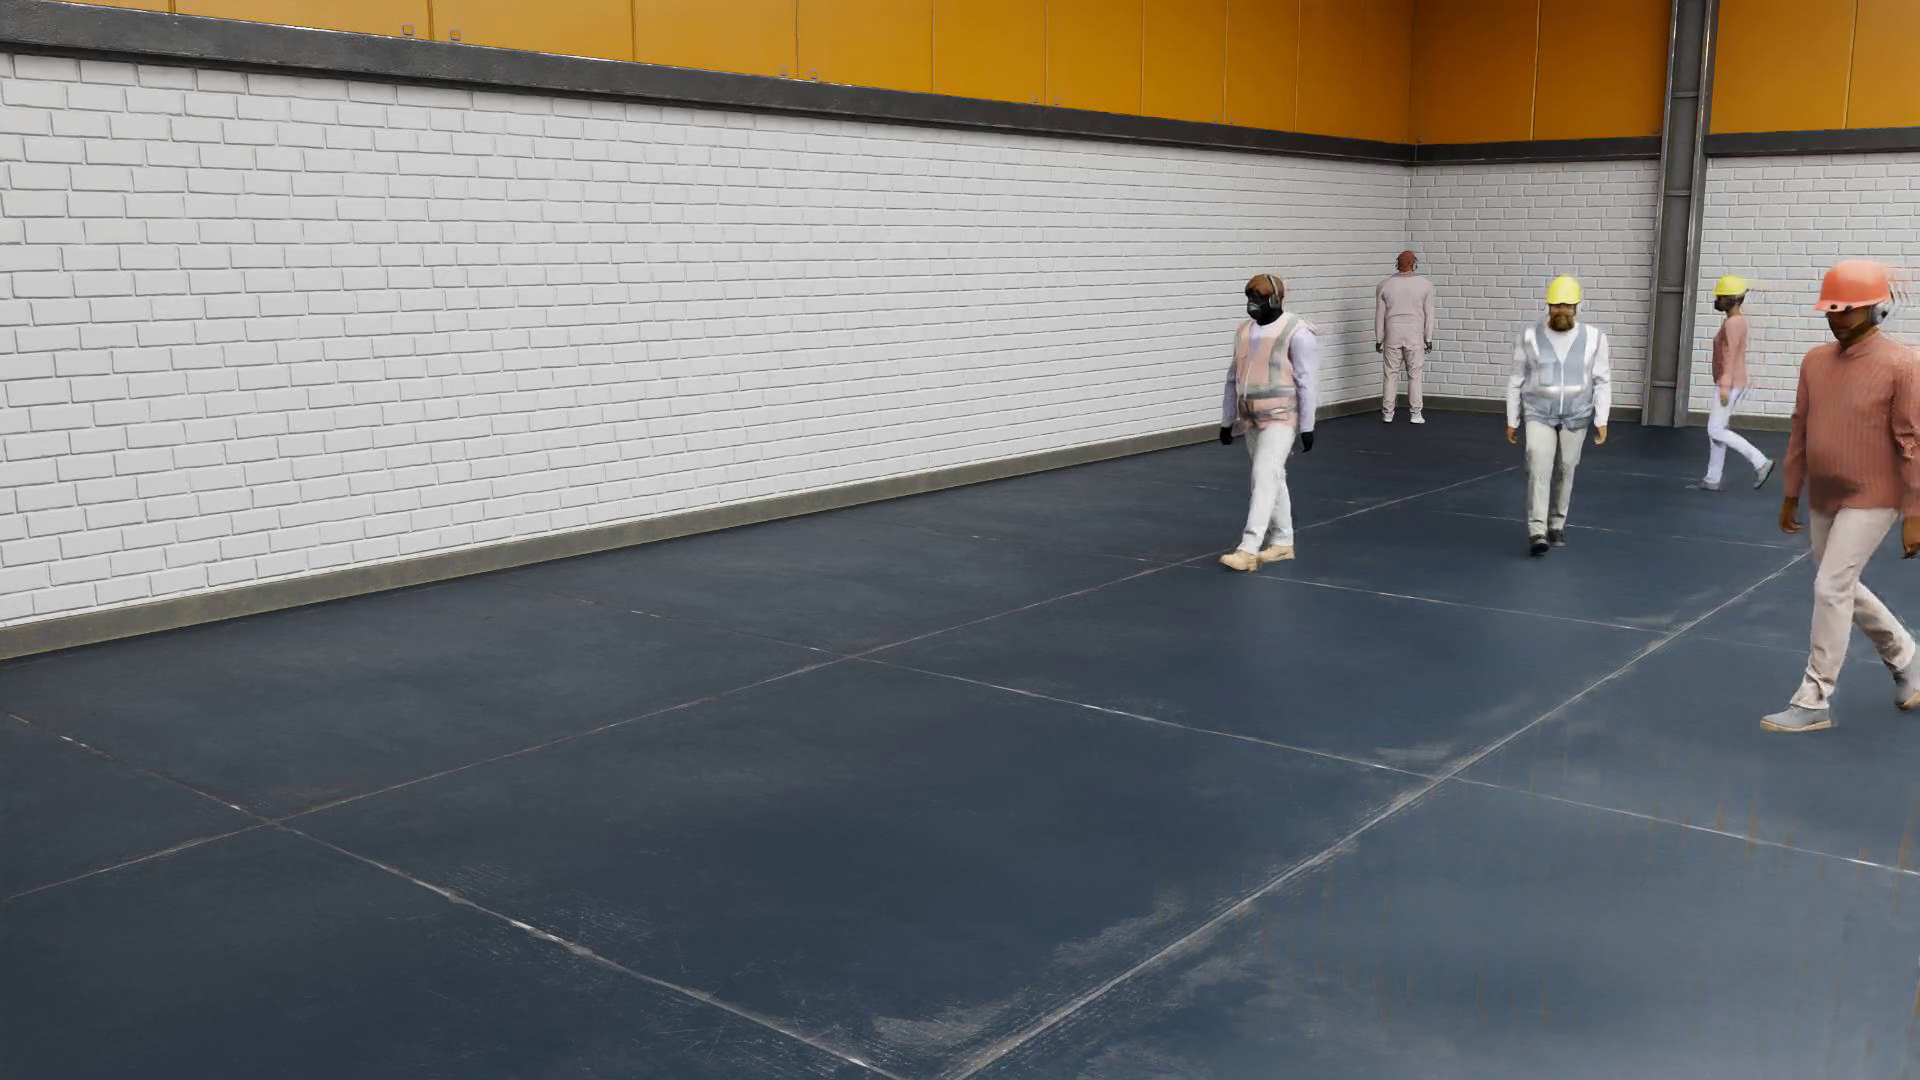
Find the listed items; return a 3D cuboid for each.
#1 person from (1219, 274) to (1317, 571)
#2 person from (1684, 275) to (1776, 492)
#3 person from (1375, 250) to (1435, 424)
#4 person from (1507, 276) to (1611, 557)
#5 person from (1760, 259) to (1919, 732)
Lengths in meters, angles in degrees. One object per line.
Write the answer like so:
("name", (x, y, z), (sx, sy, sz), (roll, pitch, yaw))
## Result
("person", (1.819, -0.718, 10.250), (0.868, 1.805, 0.654), (-6, 12, -31))
("person", (6.170, -1.223, 13.224), (0.579, 1.754, 0.532), (6, 12, 29))
("person", (4.902, -2.225, 18.348), (0.636, 1.903, 0.406), (4, 11, 21))
("person", (3.860, -0.793, 10.729), (0.611, 1.782, 0.913), (2, 10, 12))
("person", (3.785, -0.182, 6.913), (0.872, 1.960, 0.660), (-3, 11, -14))
